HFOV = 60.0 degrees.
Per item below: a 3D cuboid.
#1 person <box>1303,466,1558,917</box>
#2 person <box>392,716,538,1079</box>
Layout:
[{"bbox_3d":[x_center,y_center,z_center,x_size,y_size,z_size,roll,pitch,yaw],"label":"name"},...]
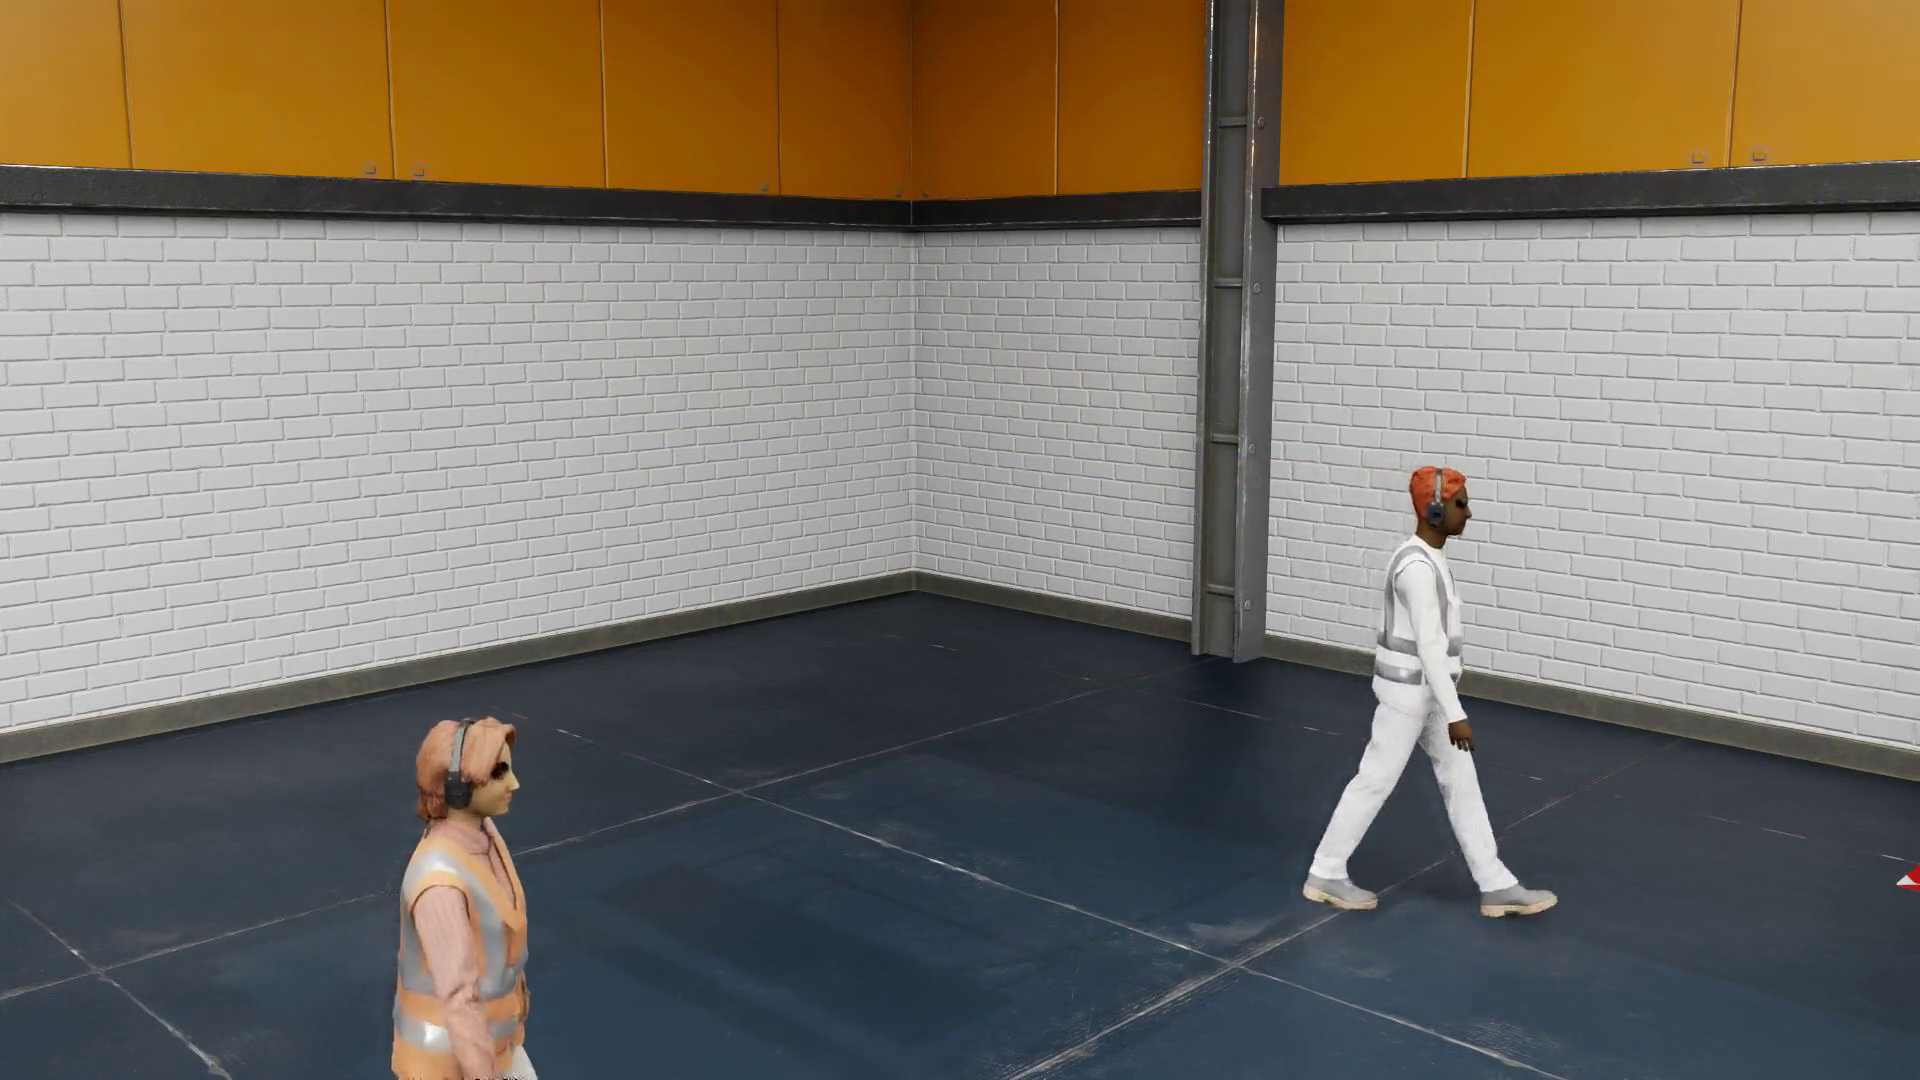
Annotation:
[{"bbox_3d":[1.871,0.621,6.651,0.990,1.834,0.577,4,10,24],"label":"person"},{"bbox_3d":[-1.070,1.195,3.859,0.833,1.593,0.530,0,9,-3],"label":"person"}]
